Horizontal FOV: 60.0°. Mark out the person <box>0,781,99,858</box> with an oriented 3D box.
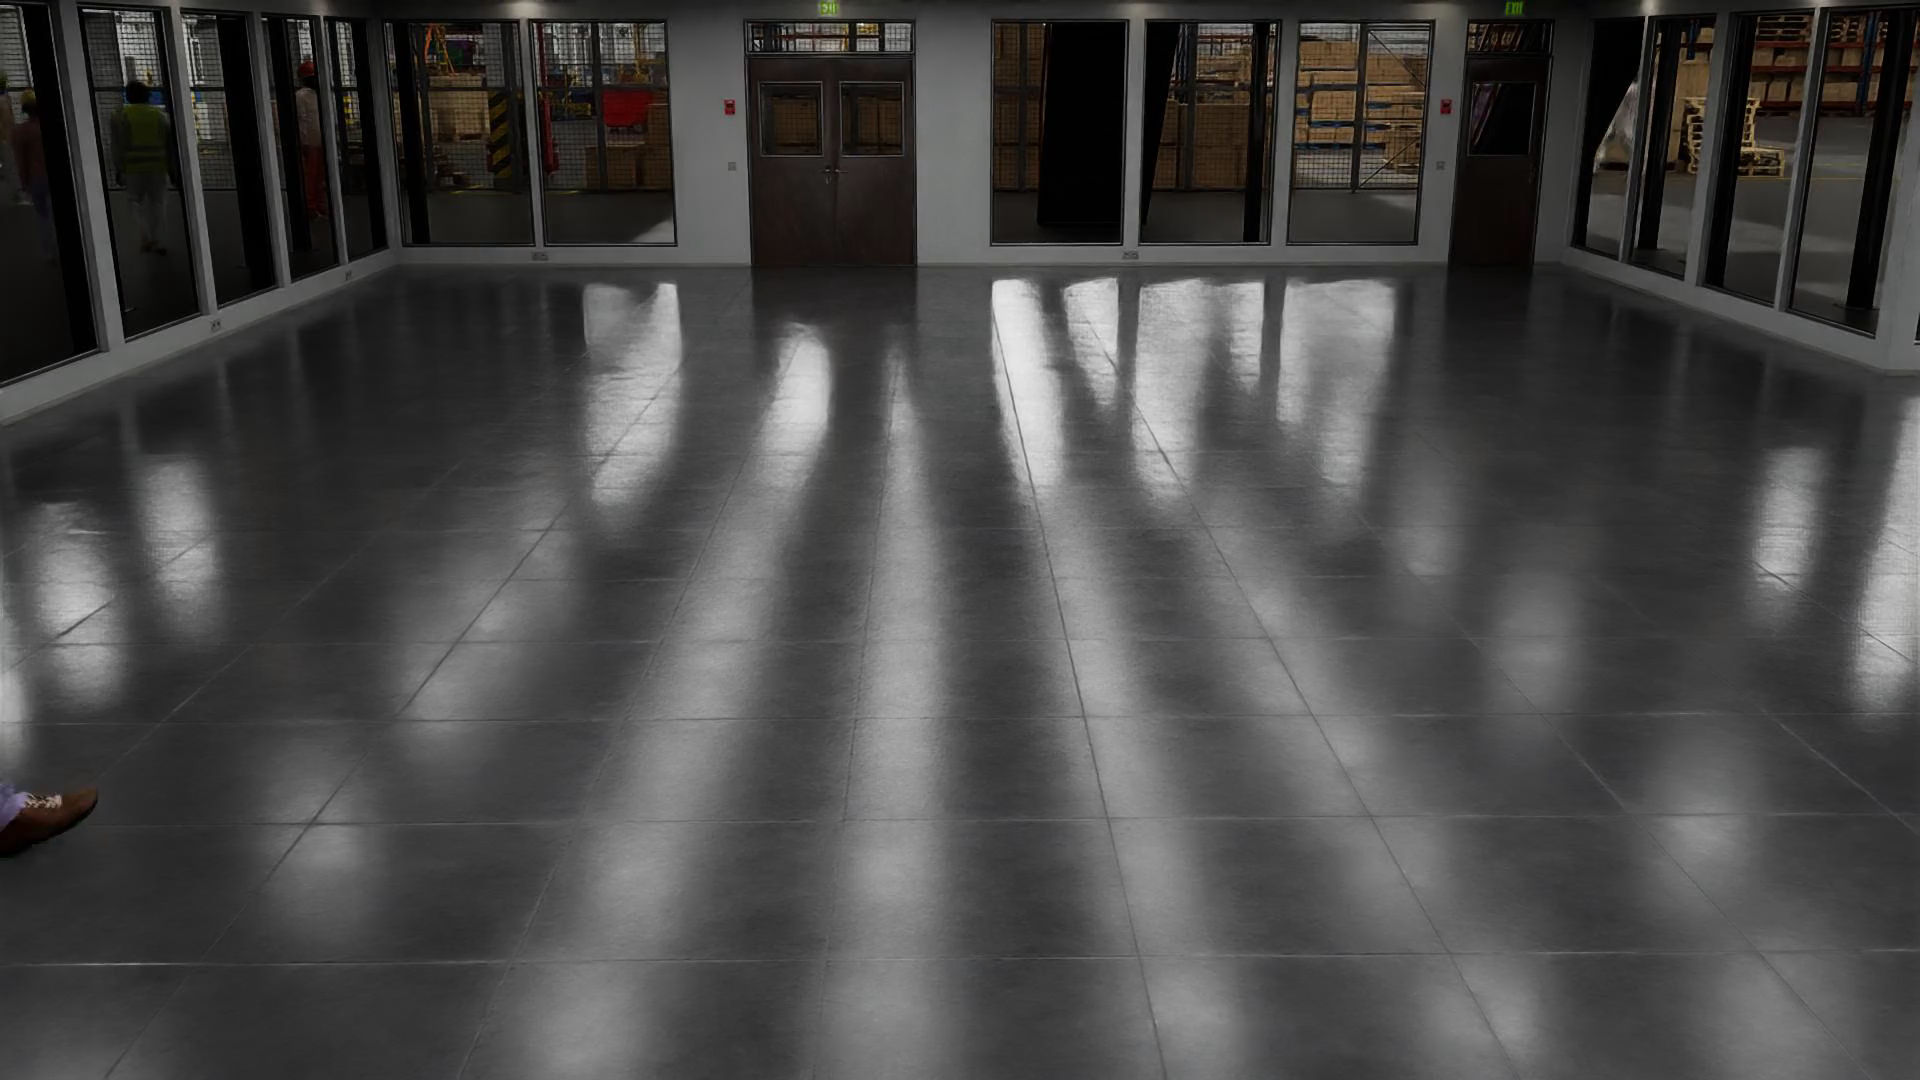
[{"bbox_3d":[-2.869,0.013,4.212,1.053,1.825,0.651,-7,18,-24],"label":"person"}]
